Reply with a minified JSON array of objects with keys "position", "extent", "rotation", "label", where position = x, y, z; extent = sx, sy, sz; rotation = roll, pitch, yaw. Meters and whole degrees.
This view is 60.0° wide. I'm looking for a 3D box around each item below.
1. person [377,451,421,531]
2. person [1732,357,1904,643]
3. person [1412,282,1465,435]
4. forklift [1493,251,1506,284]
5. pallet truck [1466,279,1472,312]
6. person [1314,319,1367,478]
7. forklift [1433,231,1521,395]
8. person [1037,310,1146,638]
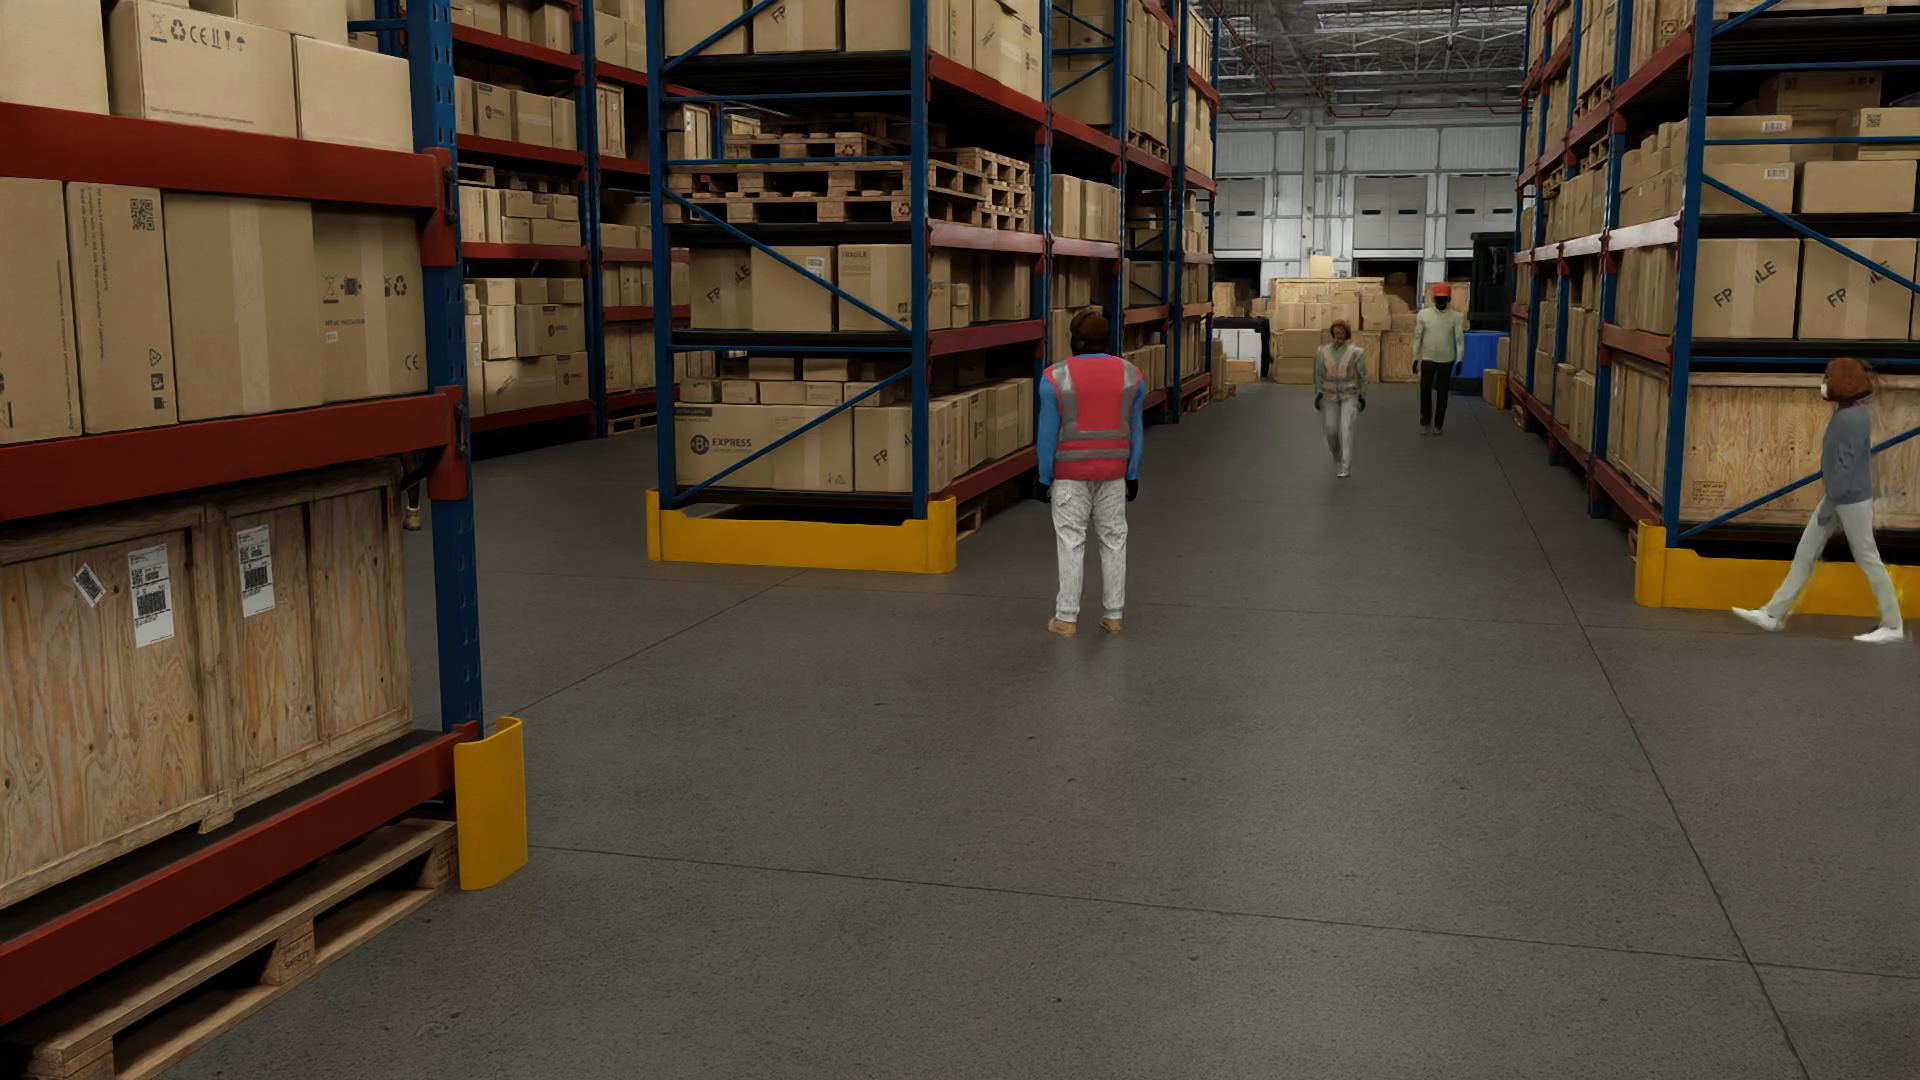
[{"position":[-4.553,-1.055,13.161],"extent":[0.390,2.034,0.605],"rotation":[7,11,38],"label":"person"},{"position":[4.869,-0.220,9.274],"extent":[0.881,1.583,0.518],"rotation":[2,9,15],"label":"person"},{"position":[6.107,-2.300,21.264],"extent":[0.654,1.964,0.836],"rotation":[3,9,18],"label":"person"},{"position":[16.034,-7.060,48.626],"extent":[1.129,2.768,1.873],"rotation":[1,9,9],"label":"forklift"},{"position":[18.896,-8.459,60.307],"extent":[1.885,1.965,0.823],"rotation":[5,10,31],"label":"pallet truck"},{"position":[3.892,-1.451,16.971],"extent":[0.548,1.615,0.484],"rotation":[5,10,27],"label":"person"},{"position":[9.325,-3.983,29.078],"extent":[1.873,2.768,1.129],"rotation":[-5,10,-30],"label":"forklift"},{"position":[0.724,-0.369,9.396],"extent":[0.633,1.846,0.429],"rotation":[-2,9,-15],"label":"person"}]
